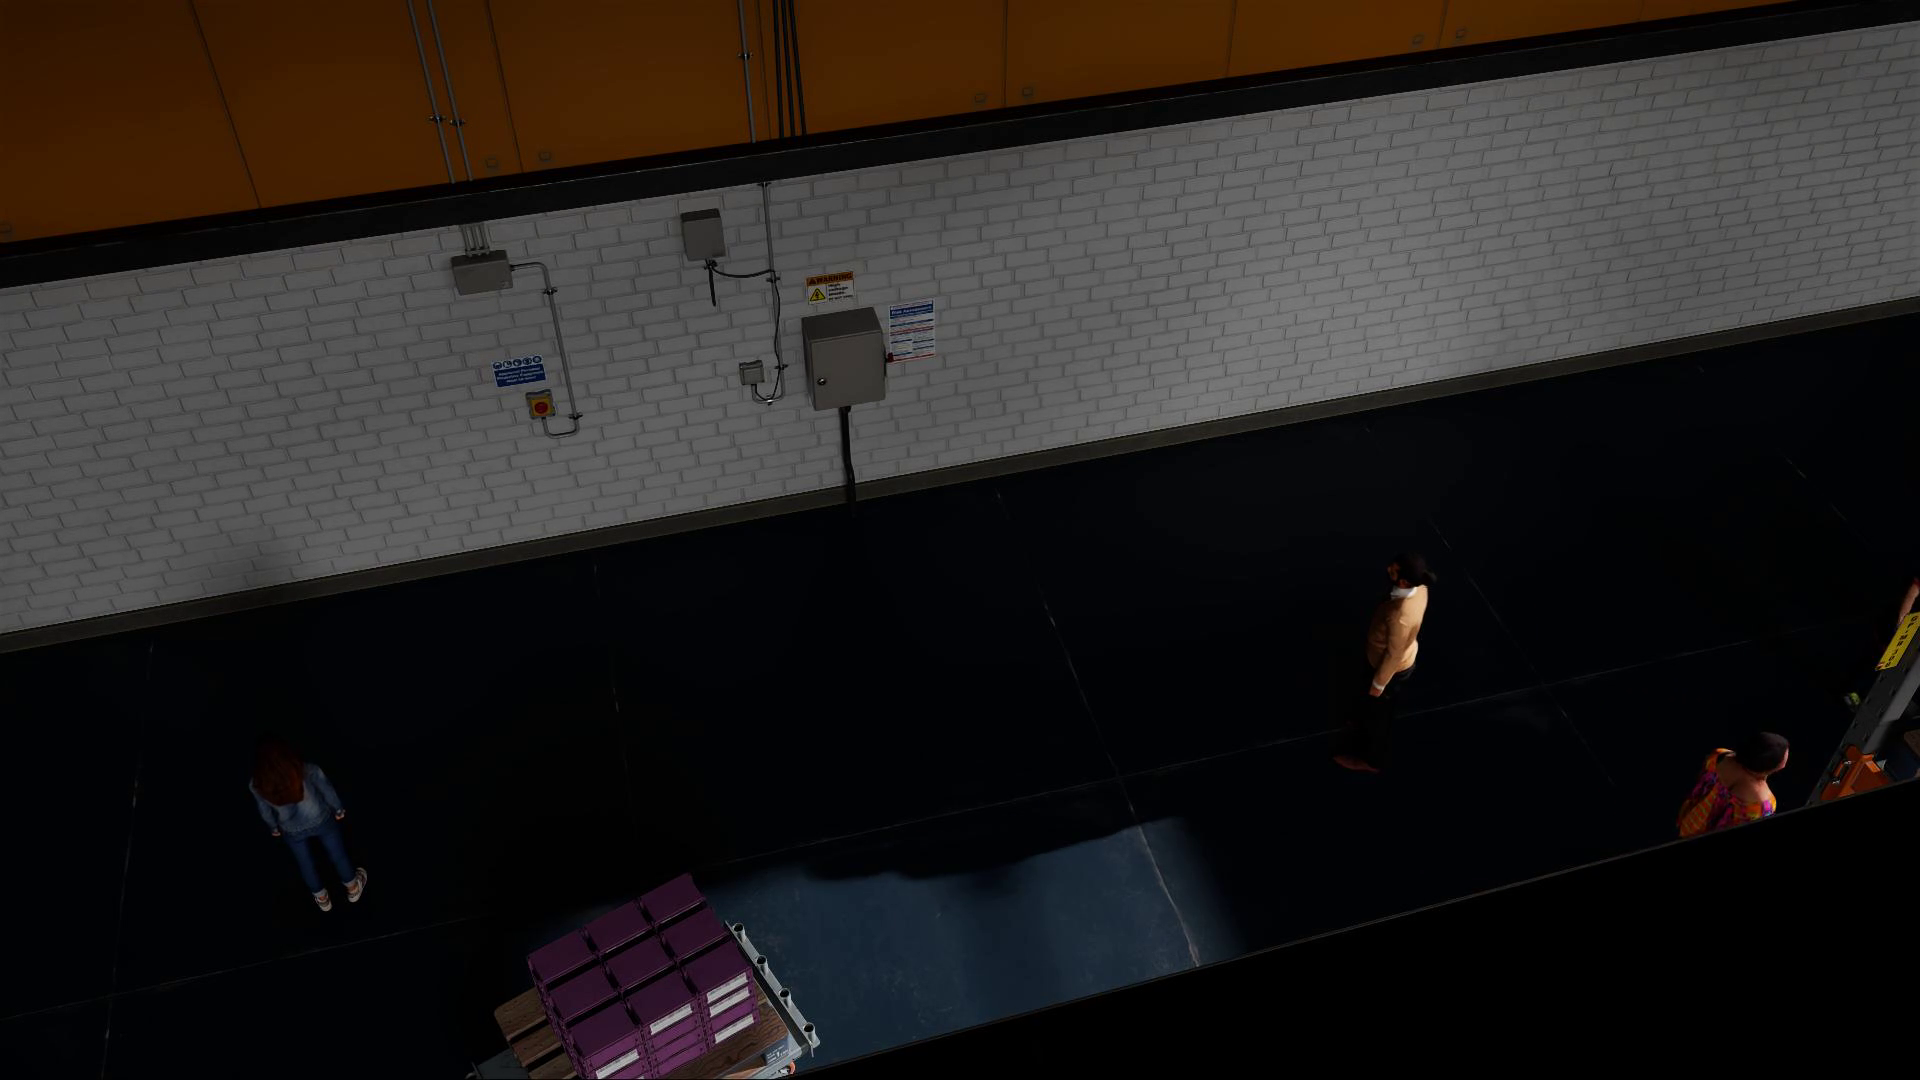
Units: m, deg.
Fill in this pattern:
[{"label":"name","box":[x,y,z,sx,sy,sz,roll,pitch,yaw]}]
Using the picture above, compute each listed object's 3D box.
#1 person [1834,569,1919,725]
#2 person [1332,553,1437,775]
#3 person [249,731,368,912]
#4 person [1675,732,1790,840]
[{"label":"person","box":[5.853,0.511,10.438,0.607,1.535,0.683,-19,47,-19]},{"label":"person","box":[2.593,0.730,10.050,0.811,1.752,0.723,16,46,16]},{"label":"person","box":[-3.685,1.580,9.358,0.569,1.476,0.514,-13,45,-14]},{"label":"person","box":[4.127,1.626,9.182,0.724,1.653,0.698,-13,45,-13]}]
